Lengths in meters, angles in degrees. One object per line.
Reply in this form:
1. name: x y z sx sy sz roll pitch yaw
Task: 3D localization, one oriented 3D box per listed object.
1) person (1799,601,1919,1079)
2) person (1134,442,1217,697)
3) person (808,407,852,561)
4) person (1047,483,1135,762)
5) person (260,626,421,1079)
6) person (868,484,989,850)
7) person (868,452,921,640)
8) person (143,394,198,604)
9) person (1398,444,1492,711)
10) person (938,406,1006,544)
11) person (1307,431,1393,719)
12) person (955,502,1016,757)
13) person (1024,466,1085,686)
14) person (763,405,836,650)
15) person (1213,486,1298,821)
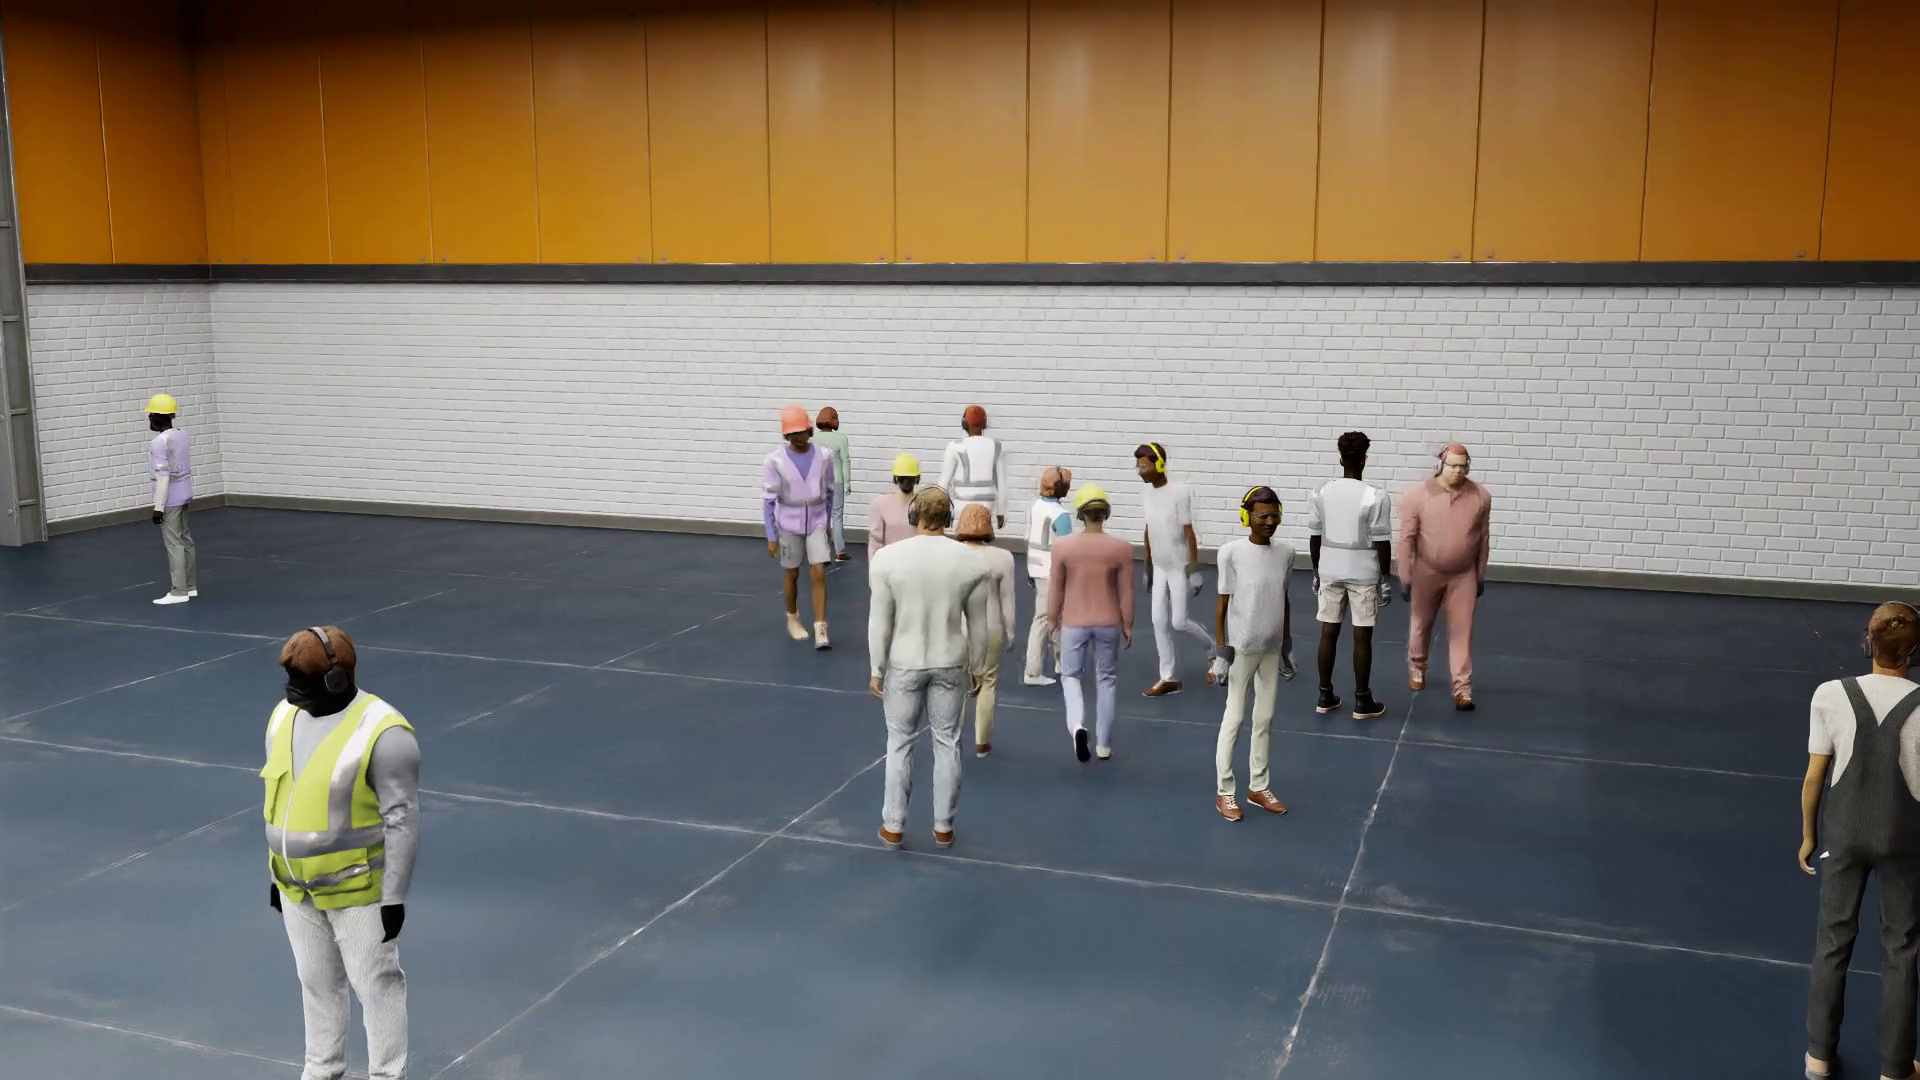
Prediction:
1. person: 3.385 1.133 6.142 0.519 1.844 0.330 7 12 38
2. person: 1.565 0.204 11.968 0.651 1.829 0.580 -6 11 -34
3. person: -1.378 -0.587 17.470 0.499 1.633 0.282 3 10 17
4. person: 0.806 0.535 10.190 0.547 1.737 0.619 0 9 1
5. person: -2.168 1.197 5.776 0.619 1.839 0.430 4 10 25
6. person: -0.166 0.673 8.741 0.637 1.934 0.385 -2 9 -10
7. person: -0.398 0.196 12.307 0.524 1.734 0.828 1 9 5
8. person: -7.234 -0.375 15.239 0.358 1.930 0.588 -1 9 -4
9. person: 3.414 0.235 11.734 0.653 1.848 1.037 1 9 4
10. person: 0.078 -0.297 15.021 0.601 1.831 0.972 -5 10 -26
11. person: 2.665 0.234 11.344 0.606 1.966 0.367 7 12 38
12. person: 0.089 0.580 10.285 0.506 1.620 0.516 1 9 3
13. person: 0.742 0.266 12.241 0.686 1.613 0.547 -3 10 -20
14. person: -1.276 -0.100 13.387 0.615 1.976 1.010 -3 10 -16
15. person: 1.649 0.620 9.257 0.534 1.868 0.310 -4 10 -24
